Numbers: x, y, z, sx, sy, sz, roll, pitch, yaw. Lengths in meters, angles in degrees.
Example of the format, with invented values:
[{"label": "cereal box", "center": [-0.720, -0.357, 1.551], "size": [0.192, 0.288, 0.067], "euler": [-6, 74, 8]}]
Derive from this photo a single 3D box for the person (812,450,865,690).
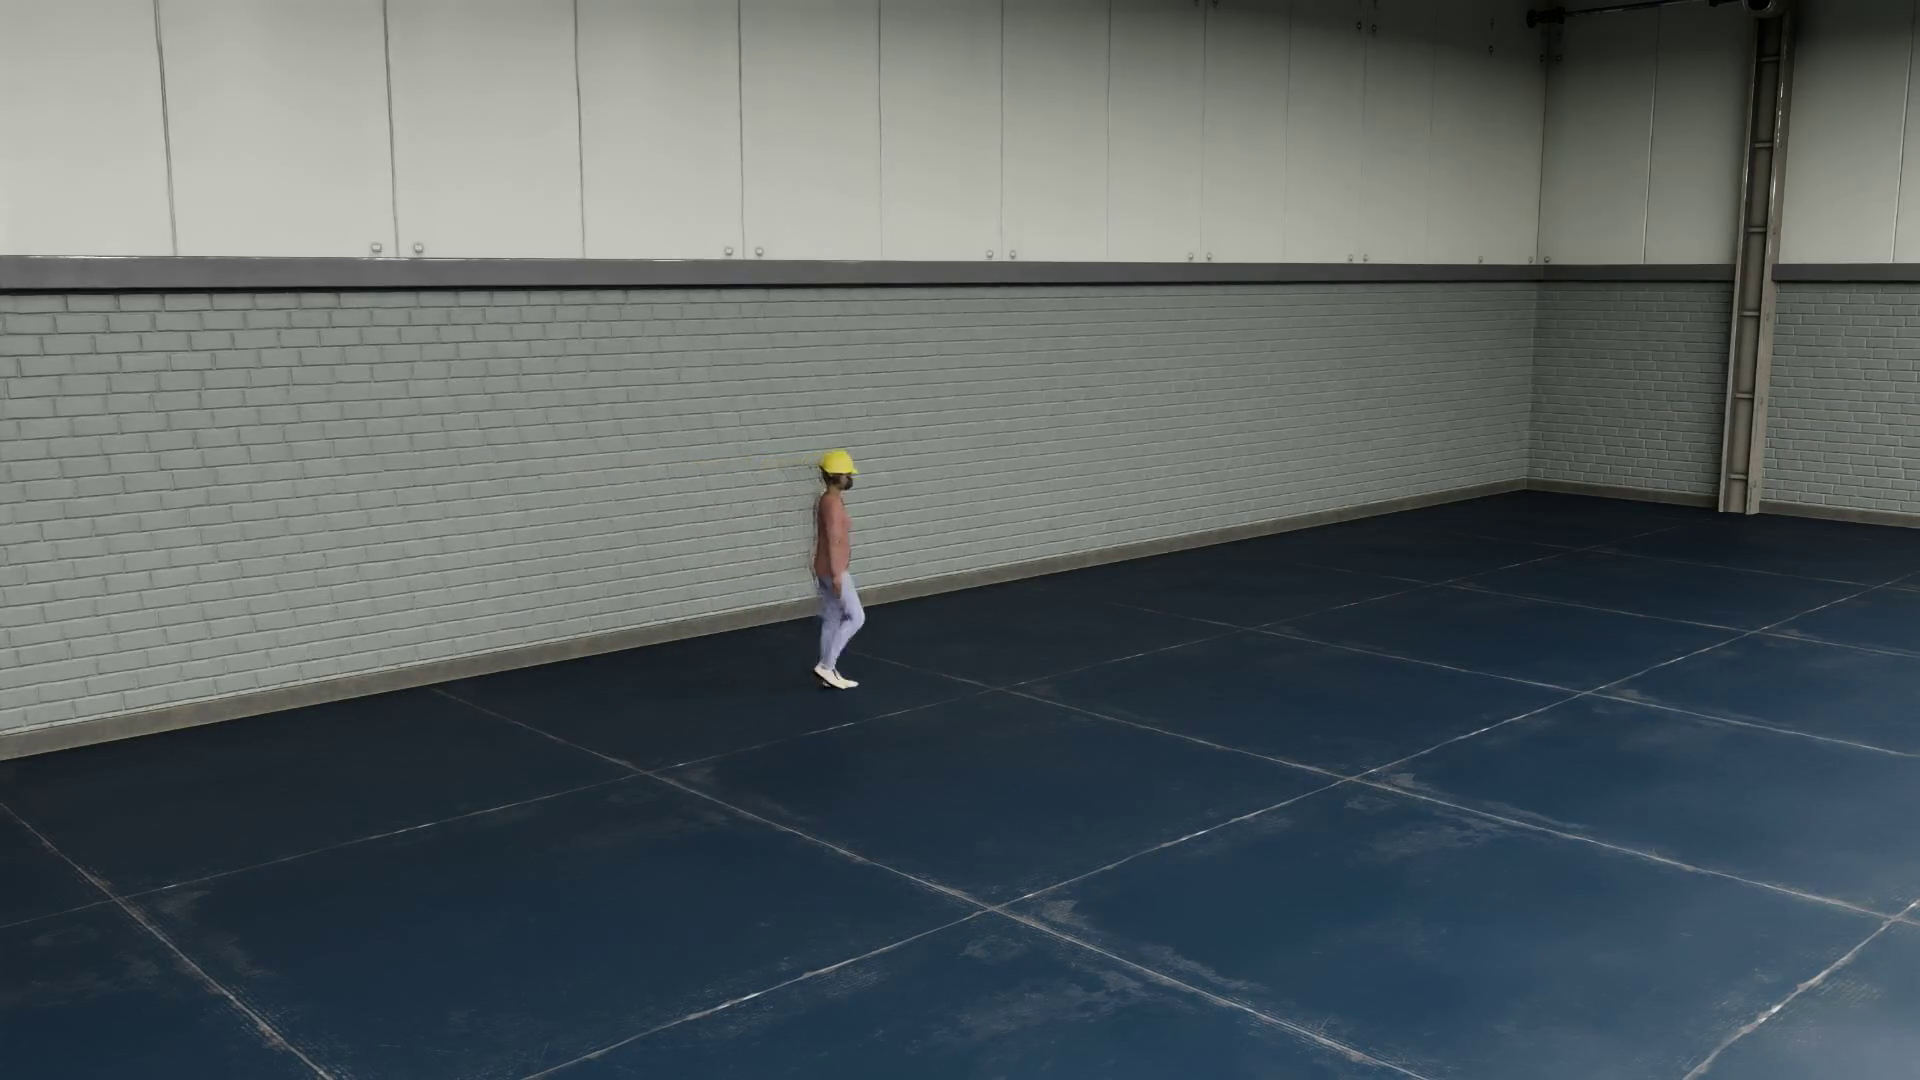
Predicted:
[{"label": "person", "center": [-0.874, 0.228, 12.011], "size": [0.364, 1.754, 0.545], "euler": [-2, 9, -10]}]
